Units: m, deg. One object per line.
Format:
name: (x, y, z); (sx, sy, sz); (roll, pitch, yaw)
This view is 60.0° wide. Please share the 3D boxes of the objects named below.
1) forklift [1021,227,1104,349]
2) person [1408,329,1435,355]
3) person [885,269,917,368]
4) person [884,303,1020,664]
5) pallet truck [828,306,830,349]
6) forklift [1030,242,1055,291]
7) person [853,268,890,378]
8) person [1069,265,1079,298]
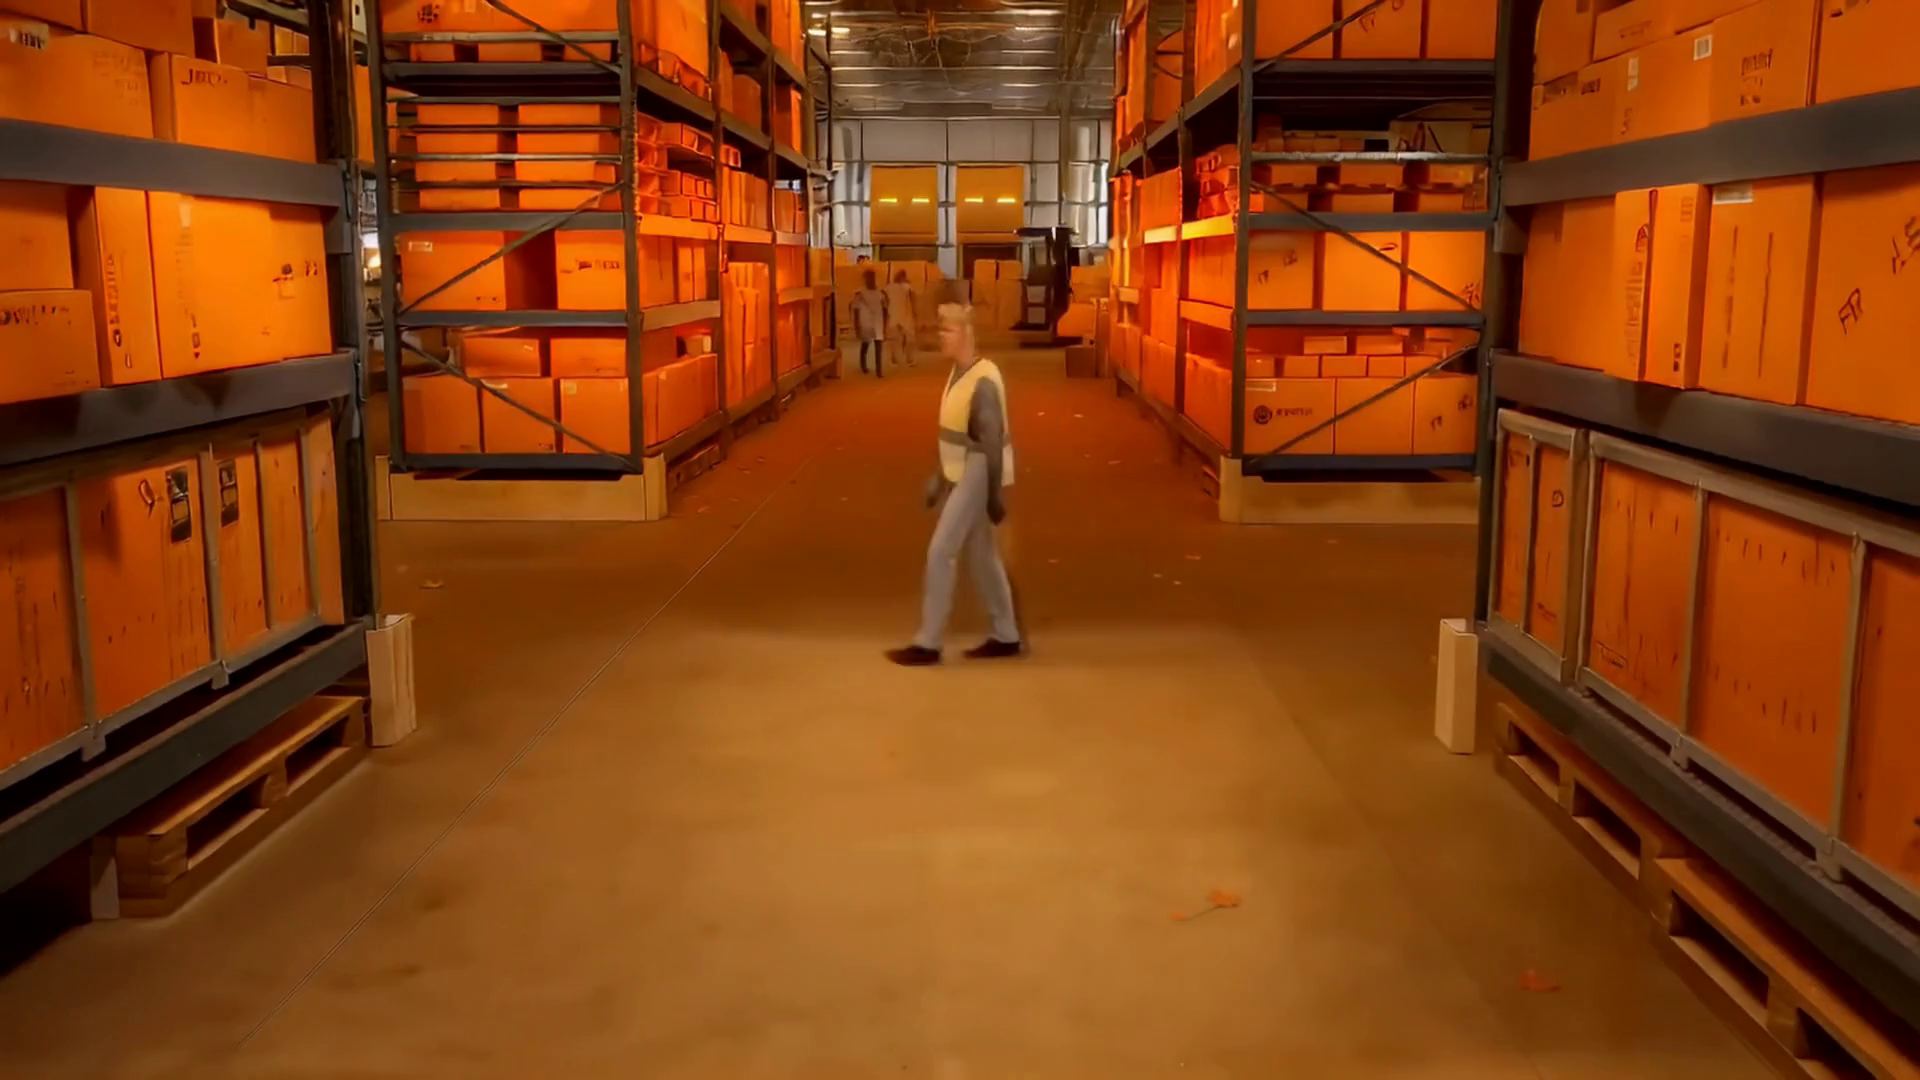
forklift: (2.378, -5.842, 38.555); (1.873, 2.768, 1.129); (0, 9, 0)
person: (9.887, -4.868, 35.489); (0.616, 1.959, 0.923); (-9, 13, -44)
person: (-1.114, -4.239, 31.885); (0.636, 1.903, 0.405); (3, 10, 15)
person: (-0.067, -0.276, 8.390); (0.840, 1.809, 0.581); (-2, 10, -10)
pallet truck: (-3.100, -3.940, 29.800); (1.885, 1.965, 0.823); (3, 10, 19)
forklift: (3.230, -10.146, 64.339); (1.129, 2.768, 1.873); (0, 9, 1)
person: (-1.568, -3.823, 29.268); (0.643, 1.938, 0.653); (-2, 10, -14)
person: (3.970, -8.332, 56.283); (0.627, 1.941, 0.371); (6, 11, 32)
